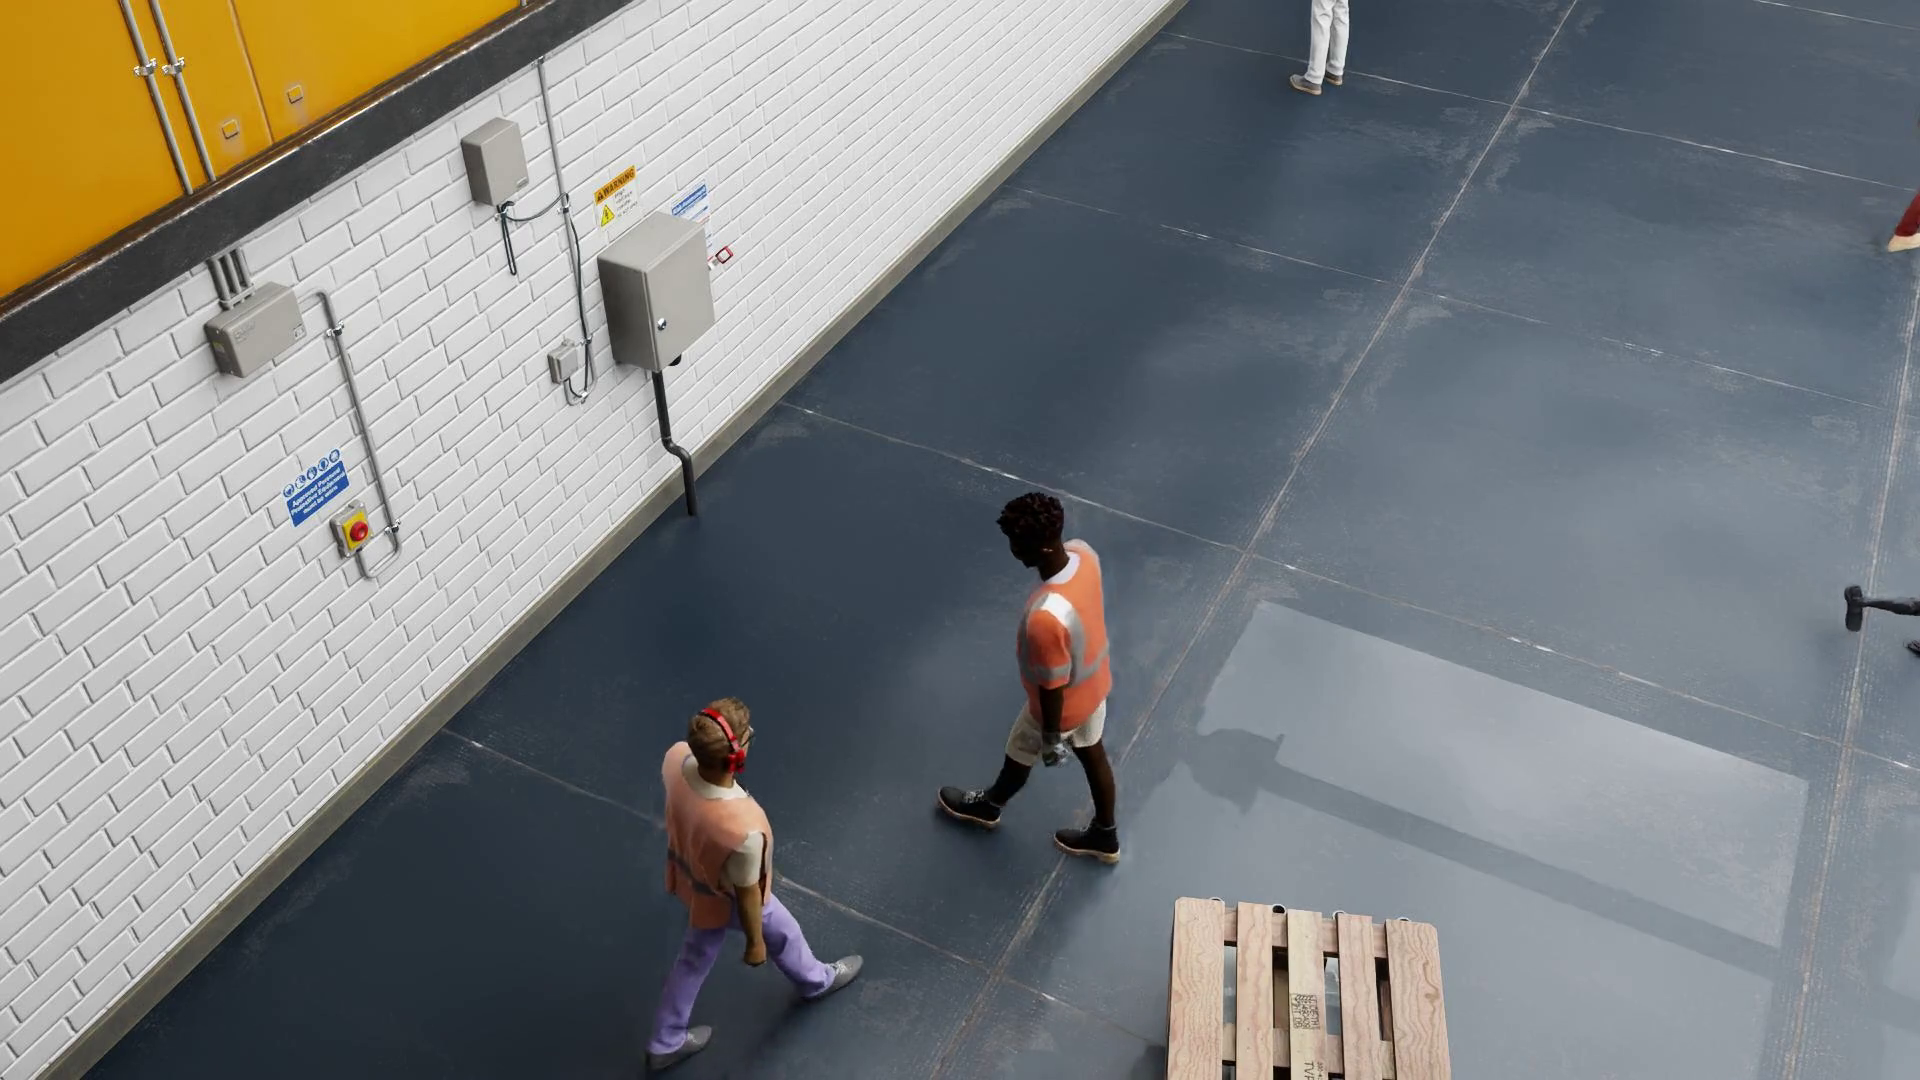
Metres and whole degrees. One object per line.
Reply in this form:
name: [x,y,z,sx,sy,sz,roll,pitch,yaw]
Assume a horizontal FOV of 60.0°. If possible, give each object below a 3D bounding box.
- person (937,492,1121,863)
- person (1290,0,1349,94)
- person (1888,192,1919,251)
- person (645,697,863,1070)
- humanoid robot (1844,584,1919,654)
person: [0.323,0.585,6.897,0.936,1.906,0.618,17,43,18]
person: [2.844,-4.330,12.632,0.353,1.878,0.565,33,50,32]
person: [6.654,-2.725,10.868,0.792,1.738,0.473,-14,43,-15]
person: [-0.862,1.280,6.186,0.955,1.798,0.576,-28,48,-29]
humanoid robot: [4.746,-0.100,7.884,0.601,1.644,0.544,-29,49,-29]
